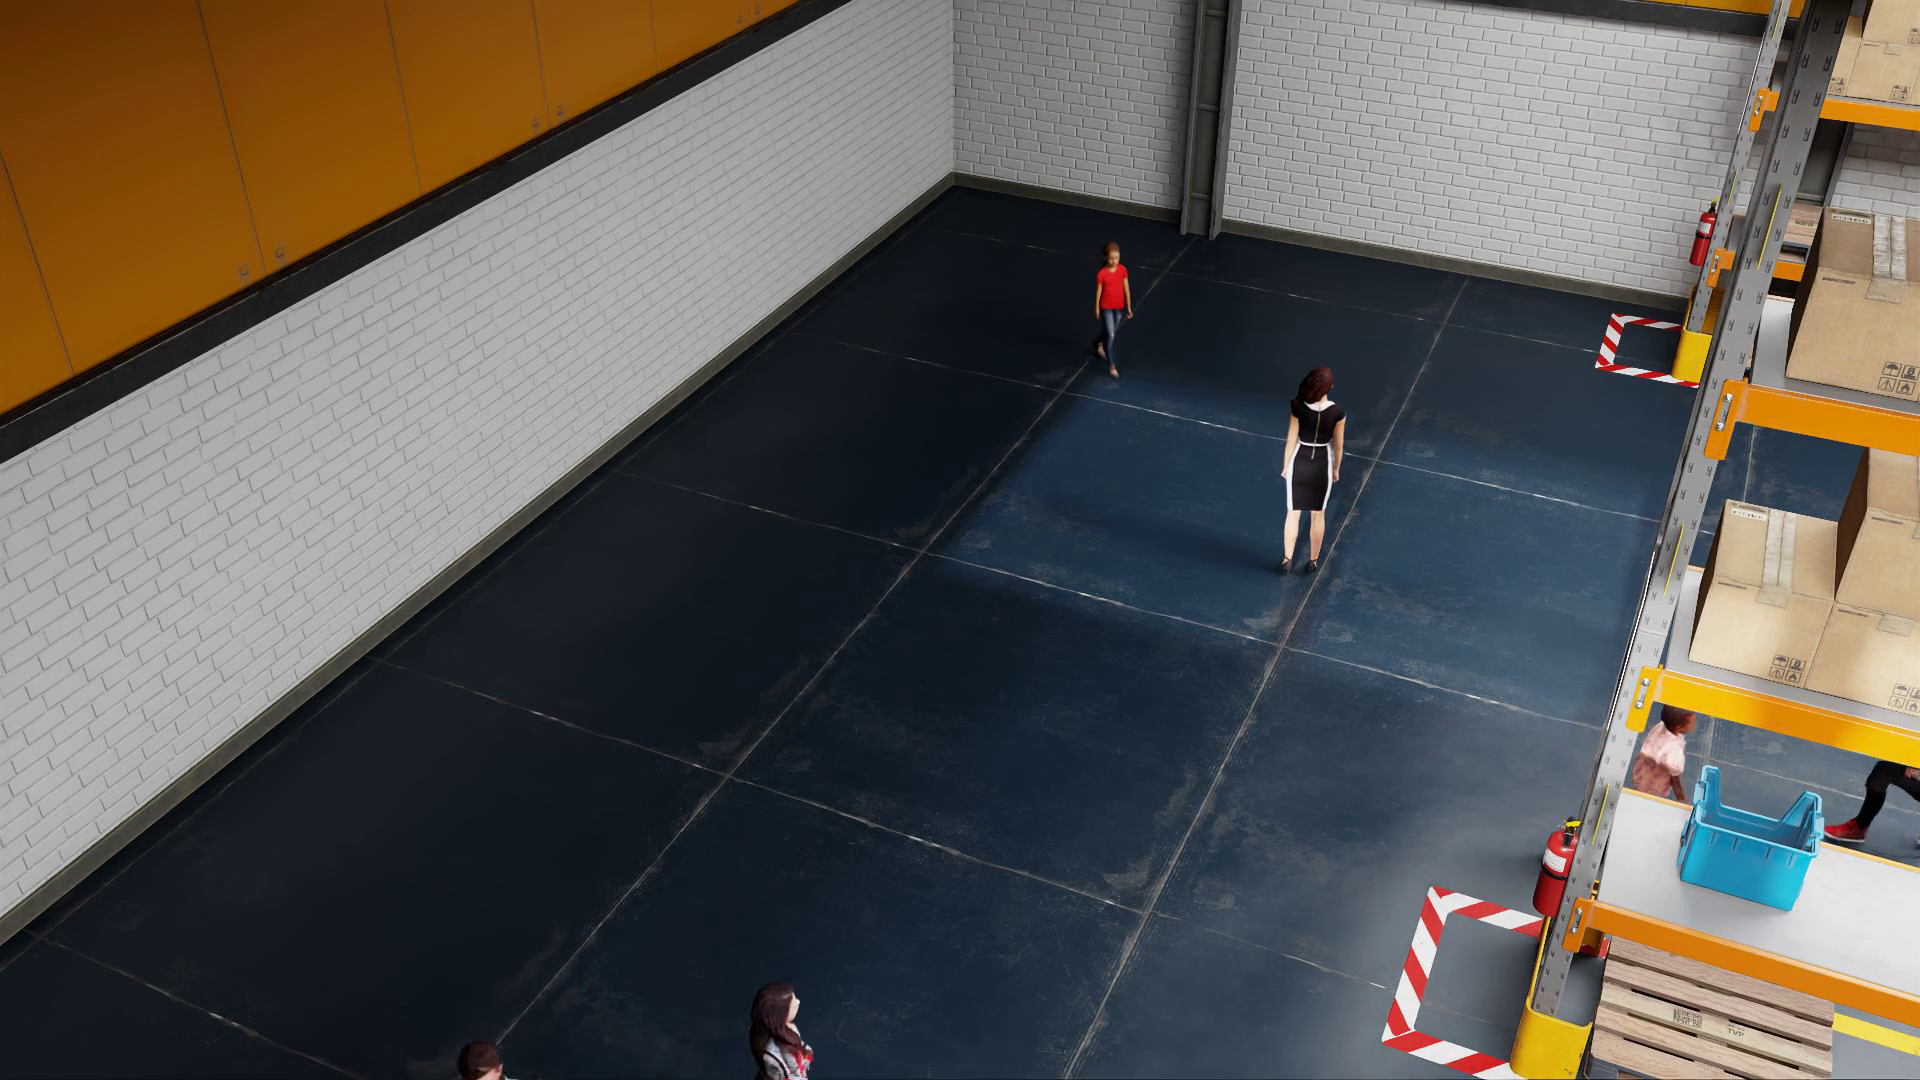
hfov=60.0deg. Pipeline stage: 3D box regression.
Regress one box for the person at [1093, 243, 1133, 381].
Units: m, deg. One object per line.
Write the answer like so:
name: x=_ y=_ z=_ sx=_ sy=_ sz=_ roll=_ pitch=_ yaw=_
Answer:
person: x=1.421 y=-2.249 z=15.881 sx=0.836 sy=1.290 sz=0.920 roll=-13 pitch=36 yaw=-19

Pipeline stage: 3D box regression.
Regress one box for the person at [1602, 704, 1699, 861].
person: x=4.179 y=1.506 z=10.239 sx=0.878 sy=1.281 sz=0.641 roll=4 pitch=34 yaw=7

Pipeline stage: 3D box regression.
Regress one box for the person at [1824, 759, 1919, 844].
person: x=5.933 y=1.264 z=10.270 sx=1.019 sy=1.649 sz=0.731 roll=6 pitch=34 yaw=9

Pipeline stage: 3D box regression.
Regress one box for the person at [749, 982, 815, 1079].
person: x=-0.938 y=2.762 z=8.090 sx=0.991 sy=1.568 sz=1.083 roll=-21 pitch=39 yaw=-29

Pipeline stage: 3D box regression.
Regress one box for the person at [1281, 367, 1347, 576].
person: x=2.695 y=-0.516 z=12.817 sx=0.526 sy=1.795 sz=0.698 roll=5 pitch=34 yaw=8
